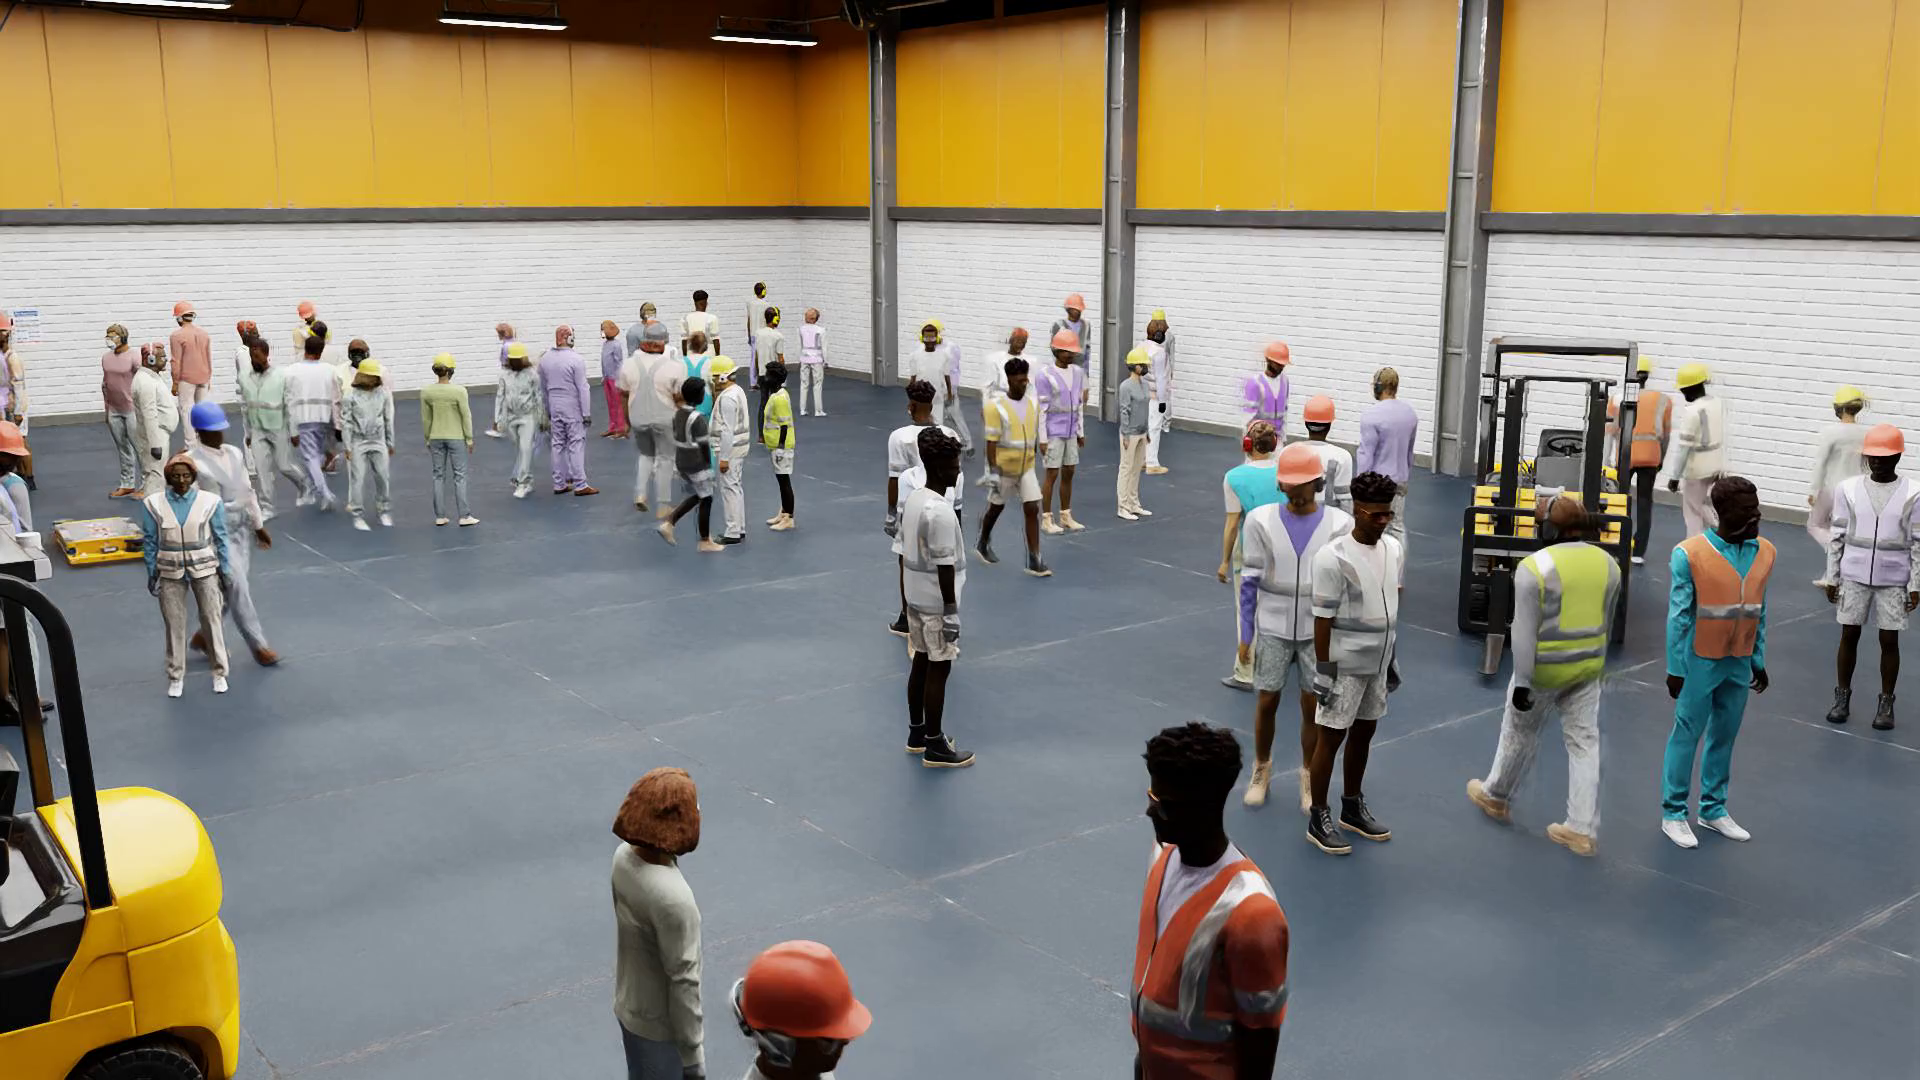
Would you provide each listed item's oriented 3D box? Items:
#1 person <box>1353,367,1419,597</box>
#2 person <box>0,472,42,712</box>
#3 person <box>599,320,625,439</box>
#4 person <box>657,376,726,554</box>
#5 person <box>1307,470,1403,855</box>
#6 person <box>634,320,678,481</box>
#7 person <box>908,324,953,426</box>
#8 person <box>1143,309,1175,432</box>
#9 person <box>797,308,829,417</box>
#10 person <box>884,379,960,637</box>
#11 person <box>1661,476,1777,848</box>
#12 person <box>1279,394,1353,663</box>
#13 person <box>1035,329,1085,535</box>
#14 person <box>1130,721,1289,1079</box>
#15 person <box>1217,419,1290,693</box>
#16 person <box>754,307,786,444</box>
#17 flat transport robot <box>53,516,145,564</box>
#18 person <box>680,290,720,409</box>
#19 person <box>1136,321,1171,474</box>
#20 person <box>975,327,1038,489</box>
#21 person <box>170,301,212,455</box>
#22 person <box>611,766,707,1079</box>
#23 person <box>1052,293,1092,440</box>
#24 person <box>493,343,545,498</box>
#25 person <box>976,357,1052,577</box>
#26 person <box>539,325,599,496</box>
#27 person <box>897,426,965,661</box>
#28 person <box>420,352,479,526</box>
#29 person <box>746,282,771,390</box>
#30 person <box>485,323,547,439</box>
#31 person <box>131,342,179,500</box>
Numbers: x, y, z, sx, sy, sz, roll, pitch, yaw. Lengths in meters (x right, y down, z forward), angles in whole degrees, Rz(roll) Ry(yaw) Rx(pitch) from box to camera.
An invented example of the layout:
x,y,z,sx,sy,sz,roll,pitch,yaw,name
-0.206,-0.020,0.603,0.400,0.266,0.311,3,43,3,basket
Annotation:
x,y,z,sx,sy,sz,roll,pitch,yaw,name
3.511,-0.461,13.751,0.631,1.930,0.373,-8,14,-35,person
-6.143,0.190,10.542,0.605,1.948,0.391,3,12,14,person
-4.797,-2.207,22.885,0.285,1.632,0.498,-9,15,-36,person
-2.490,-0.688,15.435,0.519,1.679,0.537,-8,14,-32,person
2.027,0.609,8.476,0.612,1.962,0.363,-9,14,-36,person
-3.562,-1.637,19.526,0.573,1.883,0.354,-9,14,-36,person
-0.342,-1.582,19.324,0.512,1.862,0.322,0,12,1,person
2.787,-2.382,23.464,0.493,1.742,0.298,-4,12,-19,person
-2.227,-2.680,25.173,0.513,1.632,0.312,5,13,24,person
-0.290,-0.236,12.606,0.616,1.951,0.388,-7,14,-32,person
3.886,0.614,8.558,0.596,1.921,0.382,-4,12,-17,person
2.516,-0.066,11.795,0.550,1.942,0.346,7,14,30,person
1.011,-1.059,16.382,0.611,2.032,0.410,-11,16,-41,person
0.636,1.433,4.497,0.361,1.963,0.612,-4,12,-19,person
2.008,0.113,11.158,0.563,1.847,0.392,-4,12,-20,person
-2.531,-2.186,22.255,0.526,1.856,0.333,8,14,33,person
-8.075,-0.016,15.611,0.652,0.197,1.431,-8,14,-33,flat transport robot
-3.778,-2.672,24.339,0.600,1.958,0.378,2,12,11,person
2.320,-1.717,20.033,0.429,1.836,0.633,-4,13,-20,person
0.546,-1.498,18.957,0.698,1.839,0.362,1,12,5,person
-9.868,-2.062,21.348,0.410,1.980,0.625,4,12,19,person
-0.911,1.480,5.098,0.272,1.627,0.502,-7,14,-31,person
1.526,-2.322,22.491,0.615,2.017,0.531,-5,13,-23,person
-4.896,-1.317,18.405,0.499,1.712,0.754,3,12,13,person
0.450,-0.669,14.768,0.619,1.930,0.991,-7,14,-31,person
-4.353,-1.441,18.529,0.641,1.905,0.410,6,13,28,person
-0.201,0.023,11.961,0.535,1.697,0.318,-7,13,-29,person
-5.158,-1.011,16.788,0.522,1.768,0.313,2,12,9,person
-3.429,-3.477,28.483,0.502,1.861,0.328,5,13,25,person
-6.094,-2.176,22.840,0.879,1.594,0.553,1,12,4,person
-7.927,-1.005,16.453,0.394,1.899,0.641,-5,13,-21,person
